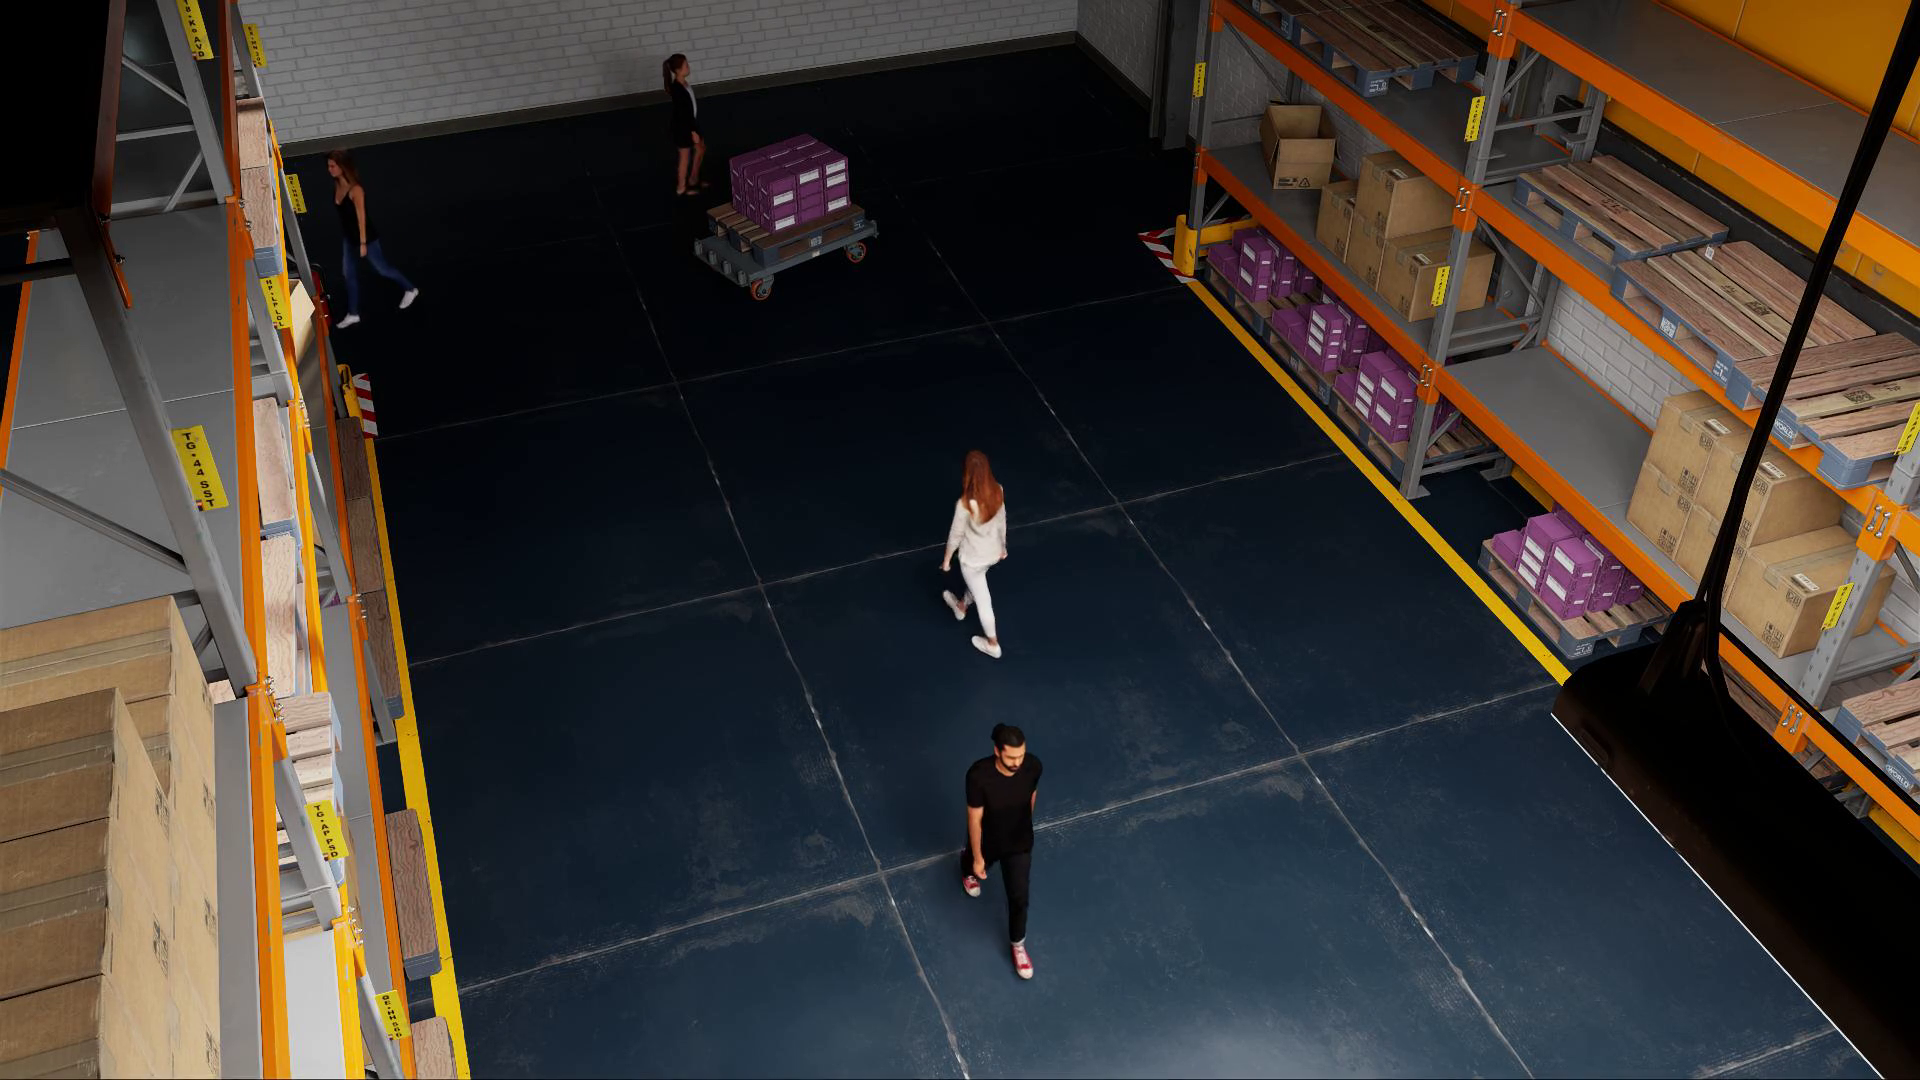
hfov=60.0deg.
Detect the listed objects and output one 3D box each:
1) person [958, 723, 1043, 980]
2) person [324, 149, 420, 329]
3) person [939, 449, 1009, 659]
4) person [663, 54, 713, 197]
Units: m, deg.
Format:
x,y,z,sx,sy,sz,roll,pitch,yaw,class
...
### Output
x,y,z,sx,sy,sz,roll,pitch,yaw,class
0.195,1.670,9.687,0.678,1.724,1.174,-9,40,-11,person
-5.441,-2.806,15.324,1.094,1.684,1.014,26,45,29,person
0.197,0.142,11.629,0.854,1.688,1.046,-31,48,-32,person
-2.949,-4.299,17.307,0.681,1.542,0.614,-1,39,-2,person
